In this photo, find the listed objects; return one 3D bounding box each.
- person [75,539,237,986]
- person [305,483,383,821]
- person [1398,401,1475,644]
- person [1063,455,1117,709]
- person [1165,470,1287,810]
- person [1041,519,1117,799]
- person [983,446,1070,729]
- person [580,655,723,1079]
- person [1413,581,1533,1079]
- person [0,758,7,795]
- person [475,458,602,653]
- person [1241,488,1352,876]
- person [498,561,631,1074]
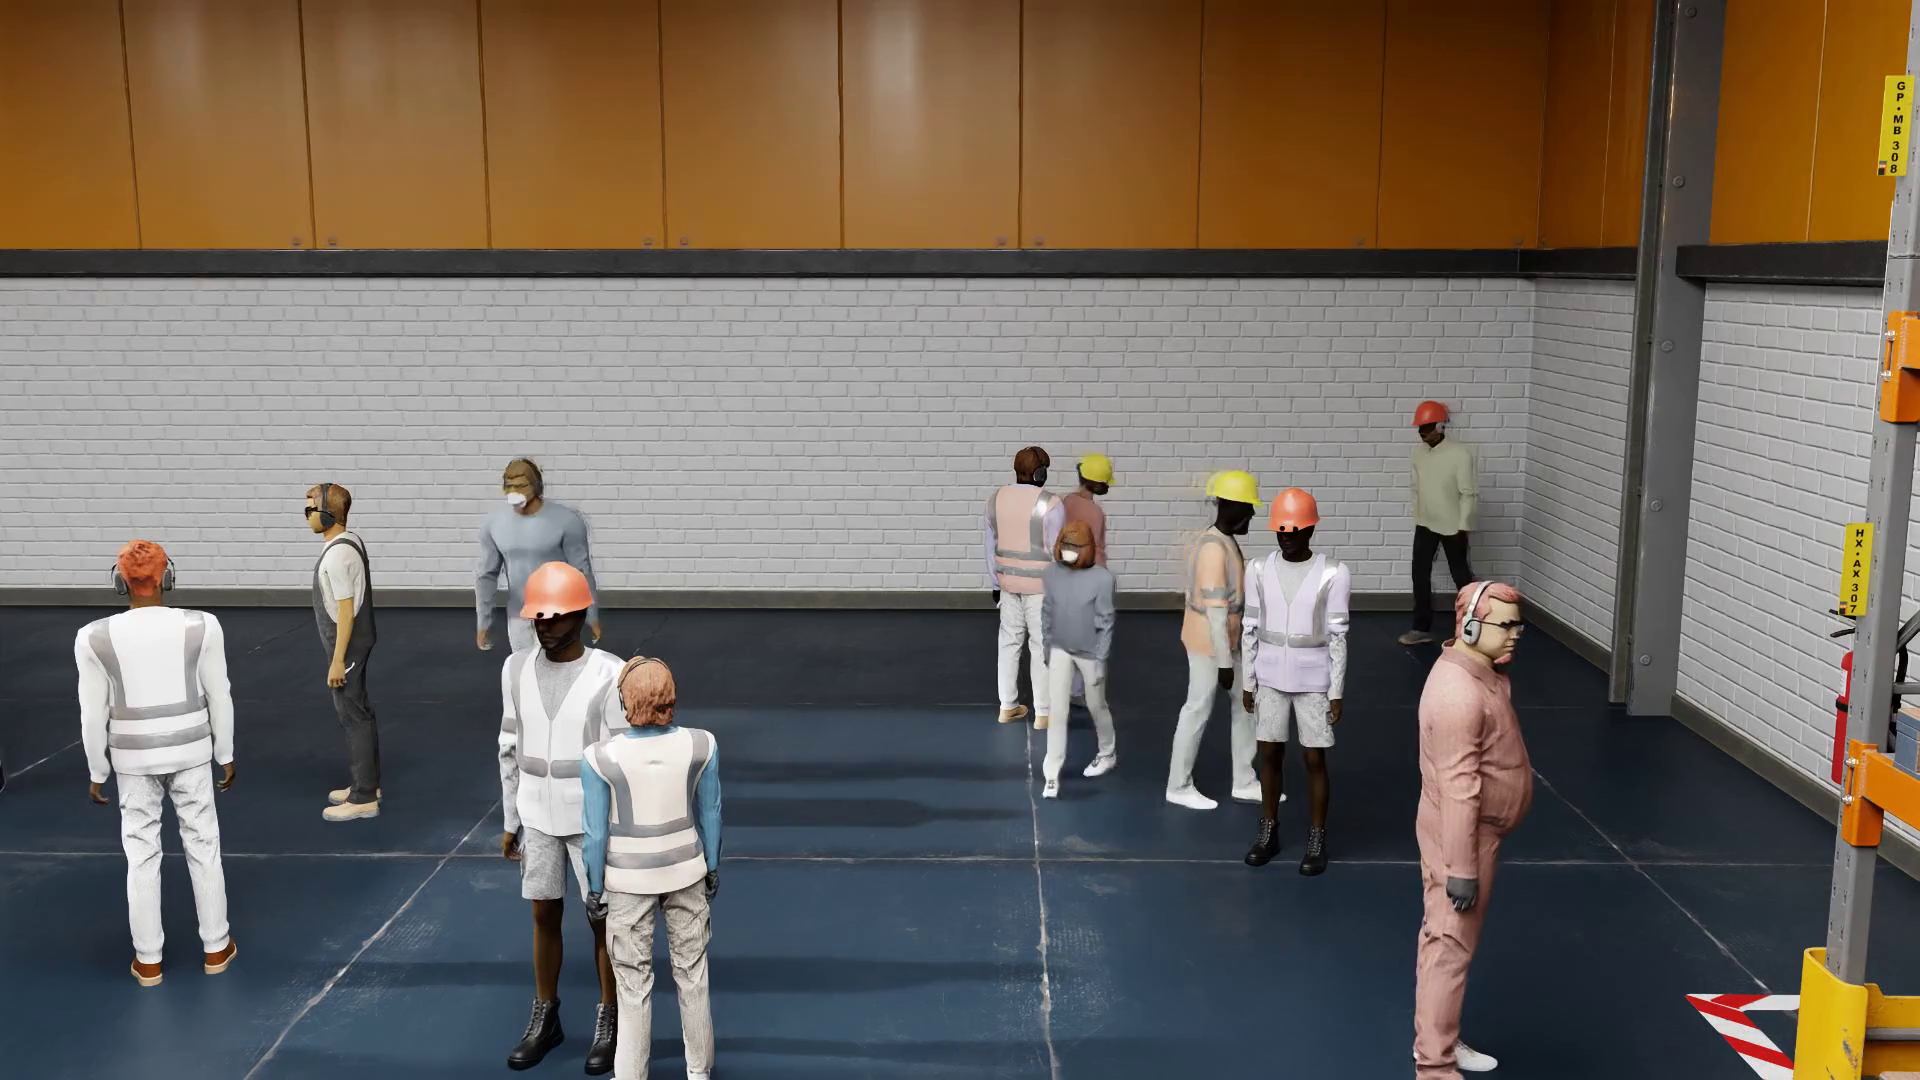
[{"bbox_3d":[-3.349,0.927,6.981,0.573,1.887,0.354,-4,10,-25],"label":"person"},{"bbox_3d":[-3.351,0.602,9.053,0.327,1.844,0.514,-2,10,-12],"label":"person"},{"bbox_3d":[3.870,-0.136,13.198,0.733,1.956,0.633,-7,12,-37],"label":"person"},{"bbox_3d":[0.830,0.265,11.422,0.342,1.729,0.634,-4,10,-24],"label":"person"},{"bbox_3d":[1.507,0.567,9.108,0.804,1.888,0.626,3,10,17],"label":"person"},{"bbox_3d":[0.685,0.648,9.541,0.503,1.587,0.802,5,11,29],"label":"person"},{"bbox_3d":[0.463,0.307,10.830,0.633,1.843,0.429,7,12,37],"label":"person"},{"bbox_3d":[-1.091,1.224,5.945,0.514,1.639,0.308,-5,11,-26],"label":"person"},{"bbox_3d":[1.845,1.084,5.995,0.399,1.904,0.644,3,10,18],"label":"person"},{"bbox_3d":[-5.603,0.637,9.058,0.671,1.779,0.877,-1,9,-3],"label":"person"},{"bbox_3d":[-2.481,0.479,9.622,0.669,1.898,0.905,1,10,9],"label":"person"},{"bbox_3d":[1.642,0.697,8.237,0.542,1.933,0.382,5,11,27],"label":"person"},{"bbox_3d":[-1.461,1.032,6.197,0.543,1.939,0.370,2,10,11],"label":"person"}]
